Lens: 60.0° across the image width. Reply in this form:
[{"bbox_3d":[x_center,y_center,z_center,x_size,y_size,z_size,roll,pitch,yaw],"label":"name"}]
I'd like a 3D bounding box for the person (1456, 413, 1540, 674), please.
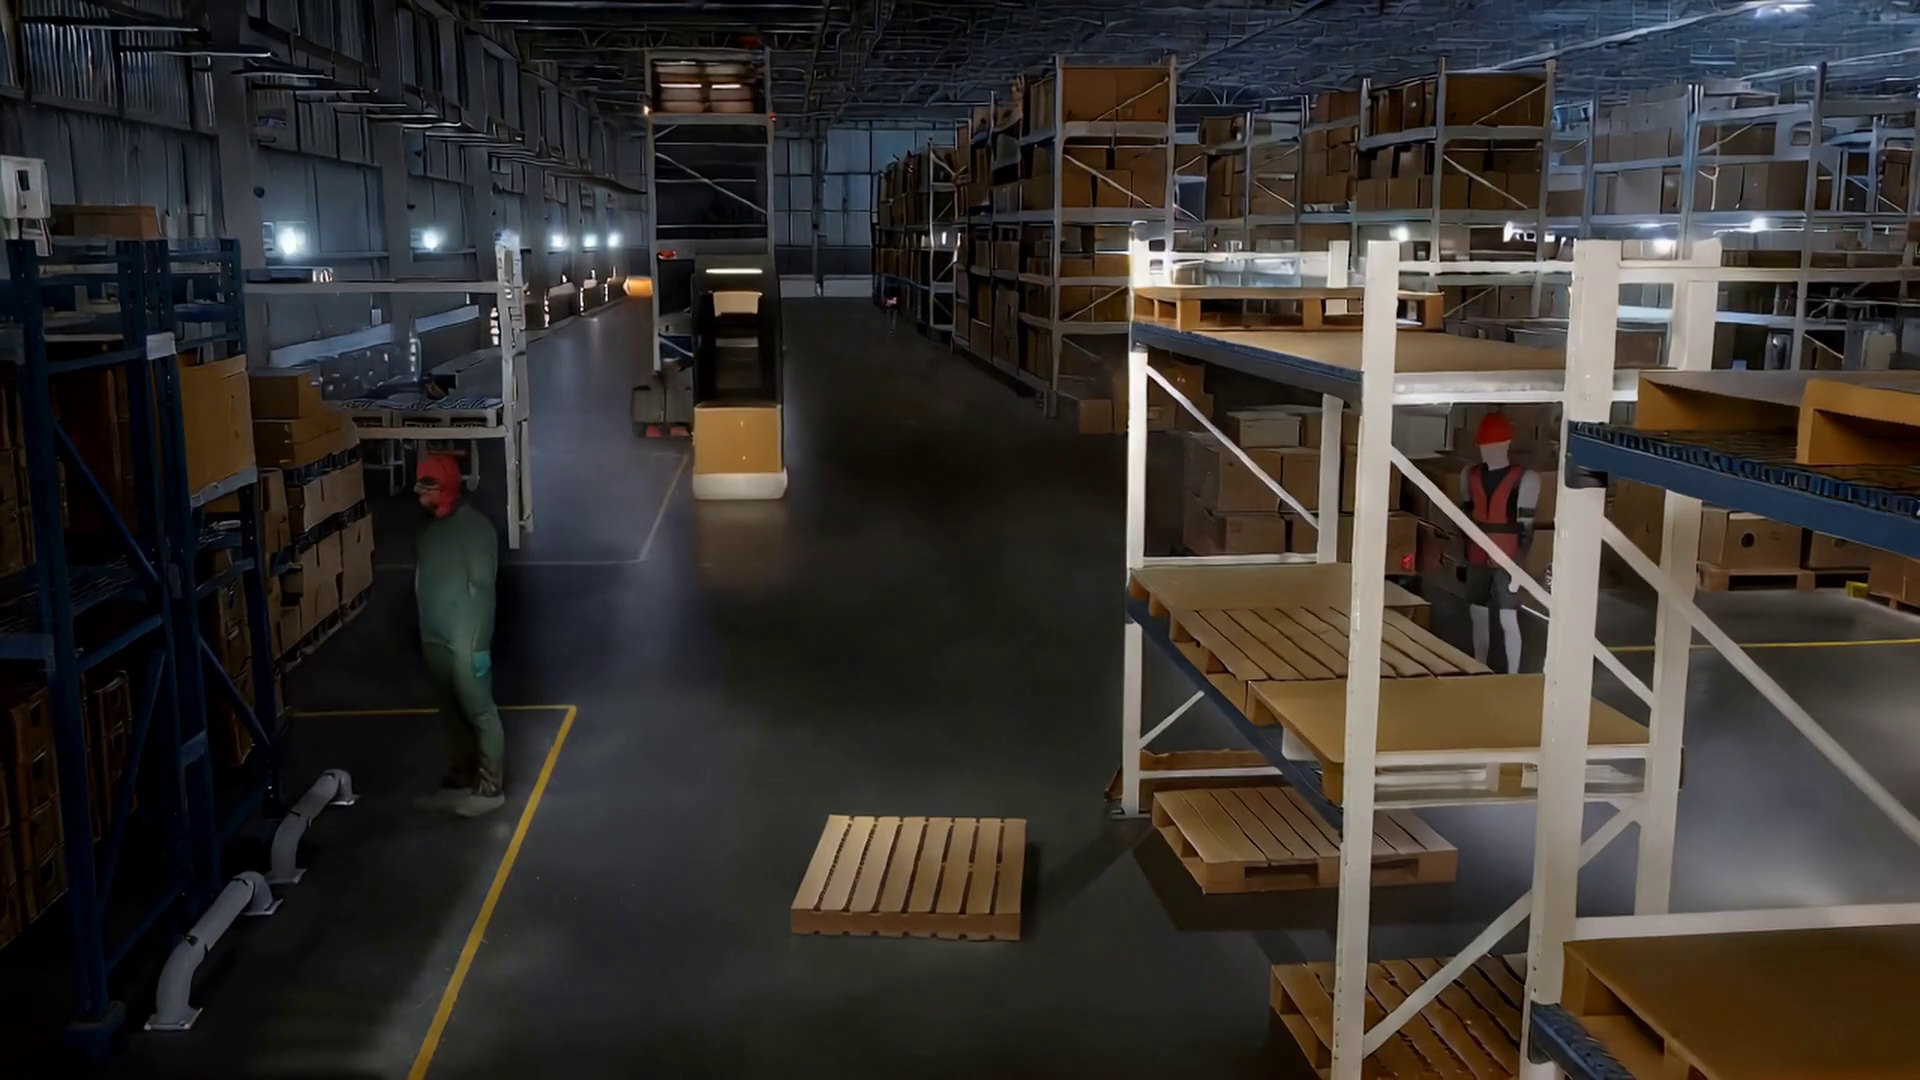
[{"bbox_3d":[3.488,0.125,10.904,0.403,1.921,0.555,-10,14,-43],"label":"person"}]

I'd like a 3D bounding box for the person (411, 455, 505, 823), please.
[{"bbox_3d":[-2.648,0.511,8.746,0.624,1.932,0.366,8,13,37],"label":"person"}]

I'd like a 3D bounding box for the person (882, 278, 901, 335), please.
[{"bbox_3d":[-2.238,-7.550,53.728,0.599,1.803,0.909,-1,10,-7],"label":"person"}]

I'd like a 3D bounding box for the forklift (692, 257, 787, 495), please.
[{"bbox_3d":[-2.697,-2.030,20.182,1.129,2.768,1.873,-1,10,-6],"label":"forklift"}]

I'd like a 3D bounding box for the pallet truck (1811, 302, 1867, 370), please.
[{"bbox_3d":[15.846,-3.142,28.793,1.885,1.965,0.823,2,10,12],"label":"pallet truck"}]

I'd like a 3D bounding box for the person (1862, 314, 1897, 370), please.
[{"bbox_3d":[14.689,-2.686,26.633,0.309,1.864,0.535,-6,12,-29],"label":"person"}]
